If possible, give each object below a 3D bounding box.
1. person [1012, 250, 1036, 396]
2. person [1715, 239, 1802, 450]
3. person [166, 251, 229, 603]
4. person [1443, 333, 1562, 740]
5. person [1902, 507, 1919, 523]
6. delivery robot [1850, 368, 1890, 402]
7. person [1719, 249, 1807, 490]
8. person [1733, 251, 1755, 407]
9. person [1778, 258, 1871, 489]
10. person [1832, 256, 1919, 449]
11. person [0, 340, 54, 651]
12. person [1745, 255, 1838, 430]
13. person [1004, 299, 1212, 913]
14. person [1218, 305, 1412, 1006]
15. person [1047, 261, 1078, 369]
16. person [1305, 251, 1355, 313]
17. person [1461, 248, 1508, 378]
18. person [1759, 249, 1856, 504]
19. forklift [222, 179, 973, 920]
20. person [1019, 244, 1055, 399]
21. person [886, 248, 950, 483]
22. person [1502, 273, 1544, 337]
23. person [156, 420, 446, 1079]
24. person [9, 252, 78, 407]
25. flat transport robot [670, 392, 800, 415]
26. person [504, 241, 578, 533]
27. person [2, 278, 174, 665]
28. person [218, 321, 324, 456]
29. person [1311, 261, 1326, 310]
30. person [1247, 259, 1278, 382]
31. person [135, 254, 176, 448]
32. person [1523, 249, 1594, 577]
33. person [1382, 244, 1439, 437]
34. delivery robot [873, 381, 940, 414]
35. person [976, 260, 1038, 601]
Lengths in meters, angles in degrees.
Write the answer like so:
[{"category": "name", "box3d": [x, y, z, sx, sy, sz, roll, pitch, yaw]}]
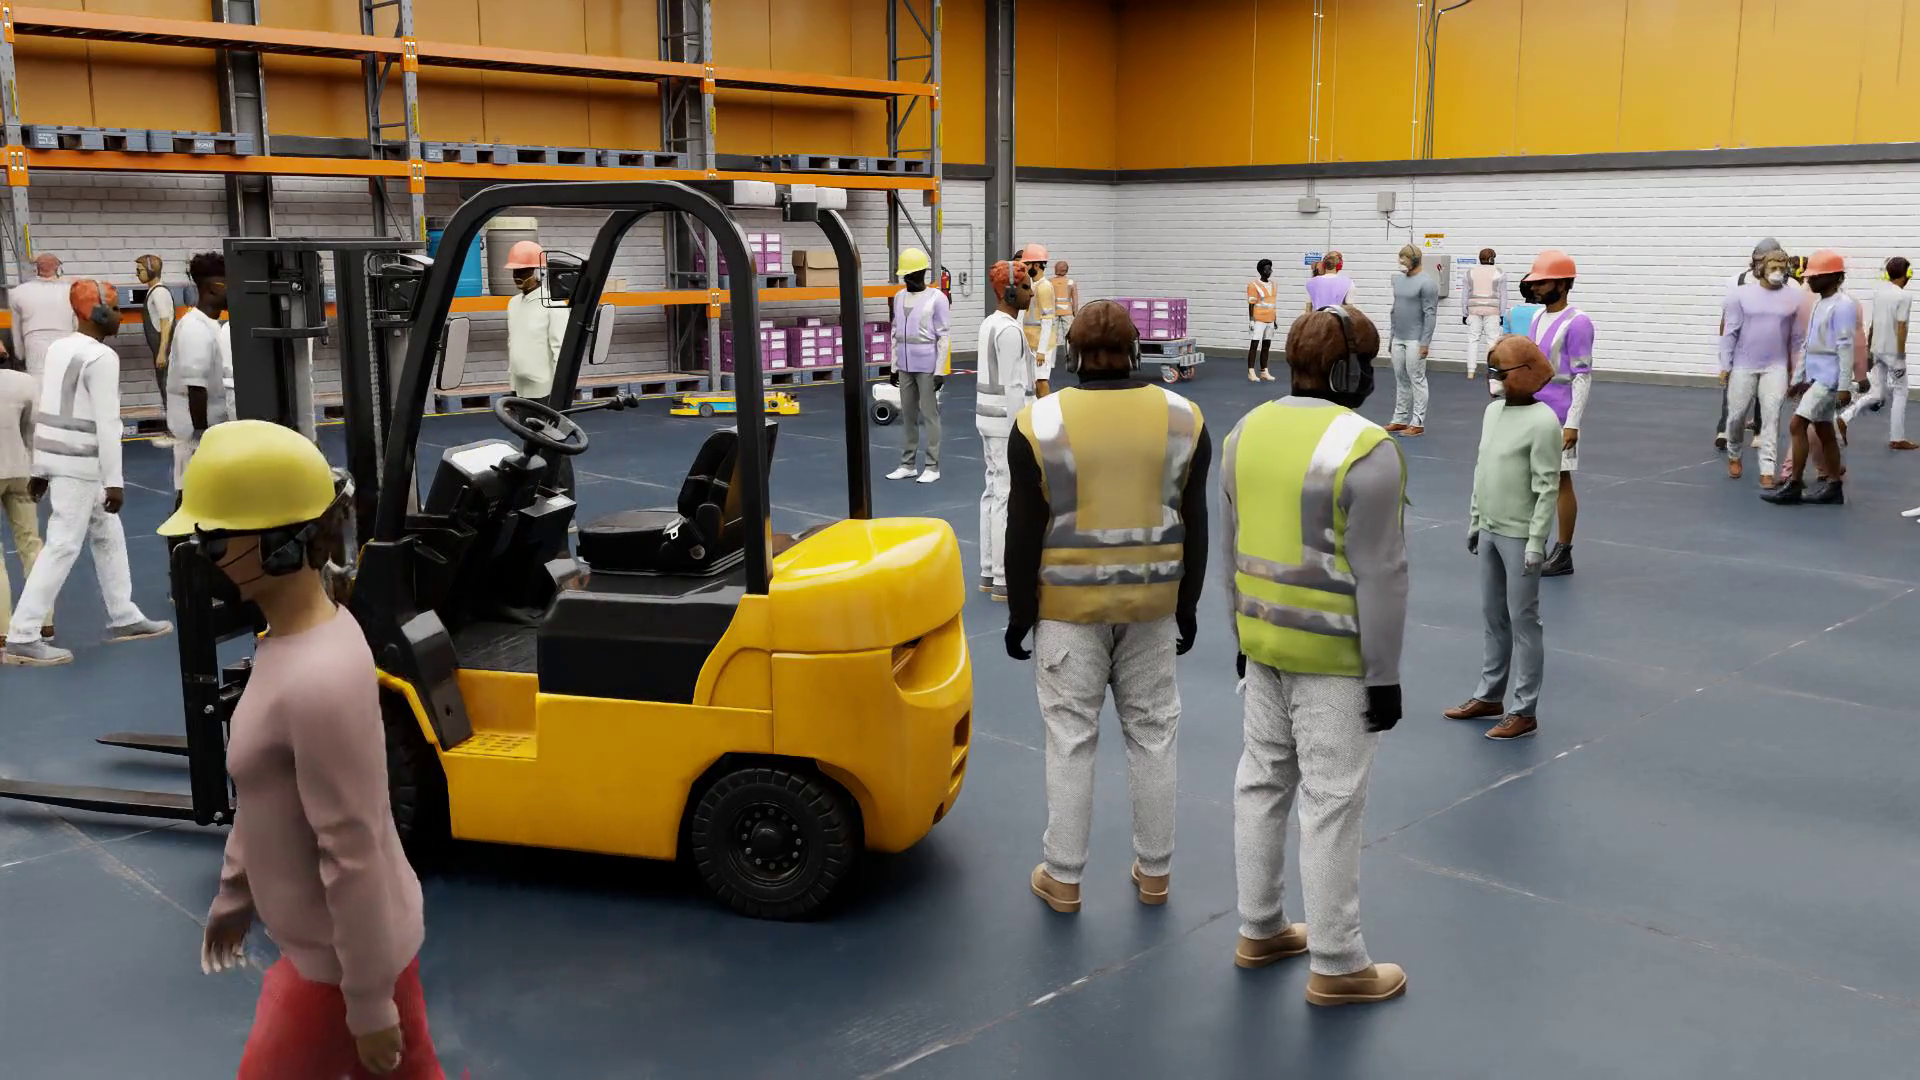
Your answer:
[{"category": "person", "box3d": [0.656, -2.099, 17.457, 0.531, 1.870, 0.316, 1, 10, 5]}, {"category": "person", "box3d": [7.470, -1.842, 15.586, 0.697, 2.000, 0.985, 6, 12, 29]}, {"category": "person", "box3d": [-4.130, -0.619, 9.236, 0.629, 1.935, 0.705, -3, 11, -16]}, {"category": "person", "box3d": [2.217, -0.014, 6.732, 0.283, 1.633, 0.498, -3, 11, -14]}, {"category": "person", "box3d": [6.898, -0.975, 11.699, 0.331, 1.733, 0.489, 3, 11, 14]}, {"category": "delivery robot", "box3d": [10.565, -1.847, 19.414, 0.707, 0.478, 0.477, -10, 14, -43]}, {"category": "person", "box3d": [6.498, -1.395, 13.492, 0.648, 1.918, 0.764, 4, 11, 19]}, {"category": "person", "box3d": [9.377, -2.507, 19.584, 0.597, 1.902, 0.593, 10, 14, 42]}, {"category": "person", "box3d": [6.942, -1.344, 13.382, 1.012, 1.861, 0.635, -5, 11, -25]}, {"category": "person", "box3d": [8.706, -1.755, 15.695, 0.773, 1.836, 0.559, -1, 10, -6]}, {"category": "person", "box3d": [-4.727, -0.273, 8.146, 0.273, 1.631, 0.507, 6, 12, 29]}, {"category": "person", "box3d": [8.593, -1.993, 17.029, 0.988, 1.830, 0.509, 4, 11, 19]}, {"category": "person", "box3d": [0.428, 0.206, 4.986, 0.621, 1.838, 0.429, -2, 11, -9]}, {"category": "person", "box3d": [0.955, 0.302, 4.442, 0.430, 1.845, 0.624, -6, 12, -28]}, {"category": "person", "box3d": [1.529, -3.400, 25.186, 0.523, 1.636, 0.310, 2, 11, 11]}, {"category": "person", "box3d": [4.200, -2.364, 18.965, 0.564, 1.846, 0.392, 5, 12, 27]}, {"category": "person", "box3d": [7.413, -3.195, 23.521, 0.624, 1.841, 0.430, 6, 12, 29]}, {"category": "person", "box3d": [6.335, -1.201, 12.437, 0.774, 1.908, 0.563, 2, 11, 12]}, {"category": "forklift", "box3d": [-1.114, -0.058, 5.440, 2.313, 2.155, 1.214, 2, 11, 13]}, {"category": "person", "box3d": [0.730, -1.887, 16.118, 0.372, 1.935, 0.551, -1, 10, -6]}, {"category": "person", "box3d": [-0.355, -1.424, 13.649, 0.584, 1.917, 0.384, 9, 14, 40]}, {"category": "person", "box3d": [5.047, -1.521, 14.776, 0.318, 1.697, 0.535, -6, 12, -31]}, {"category": "person", "box3d": [-1.135, 0.675, 2.719, 0.825, 1.733, 0.540, -4, 11, -20]}, {"category": "person", "box3d": [-8.347, -1.700, 15.288, 0.657, 1.892, 0.771, -4, 11, -22]}, {"category": "flat transport robot", "box3d": [-2.541, -1.552, 18.838, 1.431, 0.197, 0.652, -1, 10, -6]}, {"category": "person", "box3d": [-2.868, -1.017, 11.258, 0.616, 1.988, 0.405, 9, 14, 42]}, {"category": "person", "box3d": [-4.279, -0.334, 7.996, 0.595, 1.830, 0.843, 10, 14, 42]}, {"category": "person", "box3d": [-3.682, -0.580, 8.983, 0.375, 1.939, 0.546, 6, 12, 31]}, {"category": "person", "box3d": [5.361, -3.345, 24.878, 0.510, 1.641, 0.308, -9, 13, -39]}, {"category": "person", "box3d": [4.202, -3.038, 23.051, 0.542, 1.695, 0.316, -7, 13, -34]}, {"category": "person", "box3d": [-7.663, -1.809, 15.948, 0.328, 1.842, 0.516, -5, 12, -26]}, {"category": "person", "box3d": [3.499, -0.748, 9.905, 0.379, 1.937, 0.548, -2, 11, -13]}, {"category": "person", "box3d": [4.541, -2.005, 16.774, 0.373, 1.933, 0.627, -4, 11, -20]}, {"category": "delivery robot", "box3d": [-0.573, -1.567, 17.885, 0.707, 0.478, 0.477, 1, 10, 4]}, {"category": "person", "box3d": [0.269, -0.601, 9.251, 0.350, 1.882, 0.583, -2, 11, -12]}]
